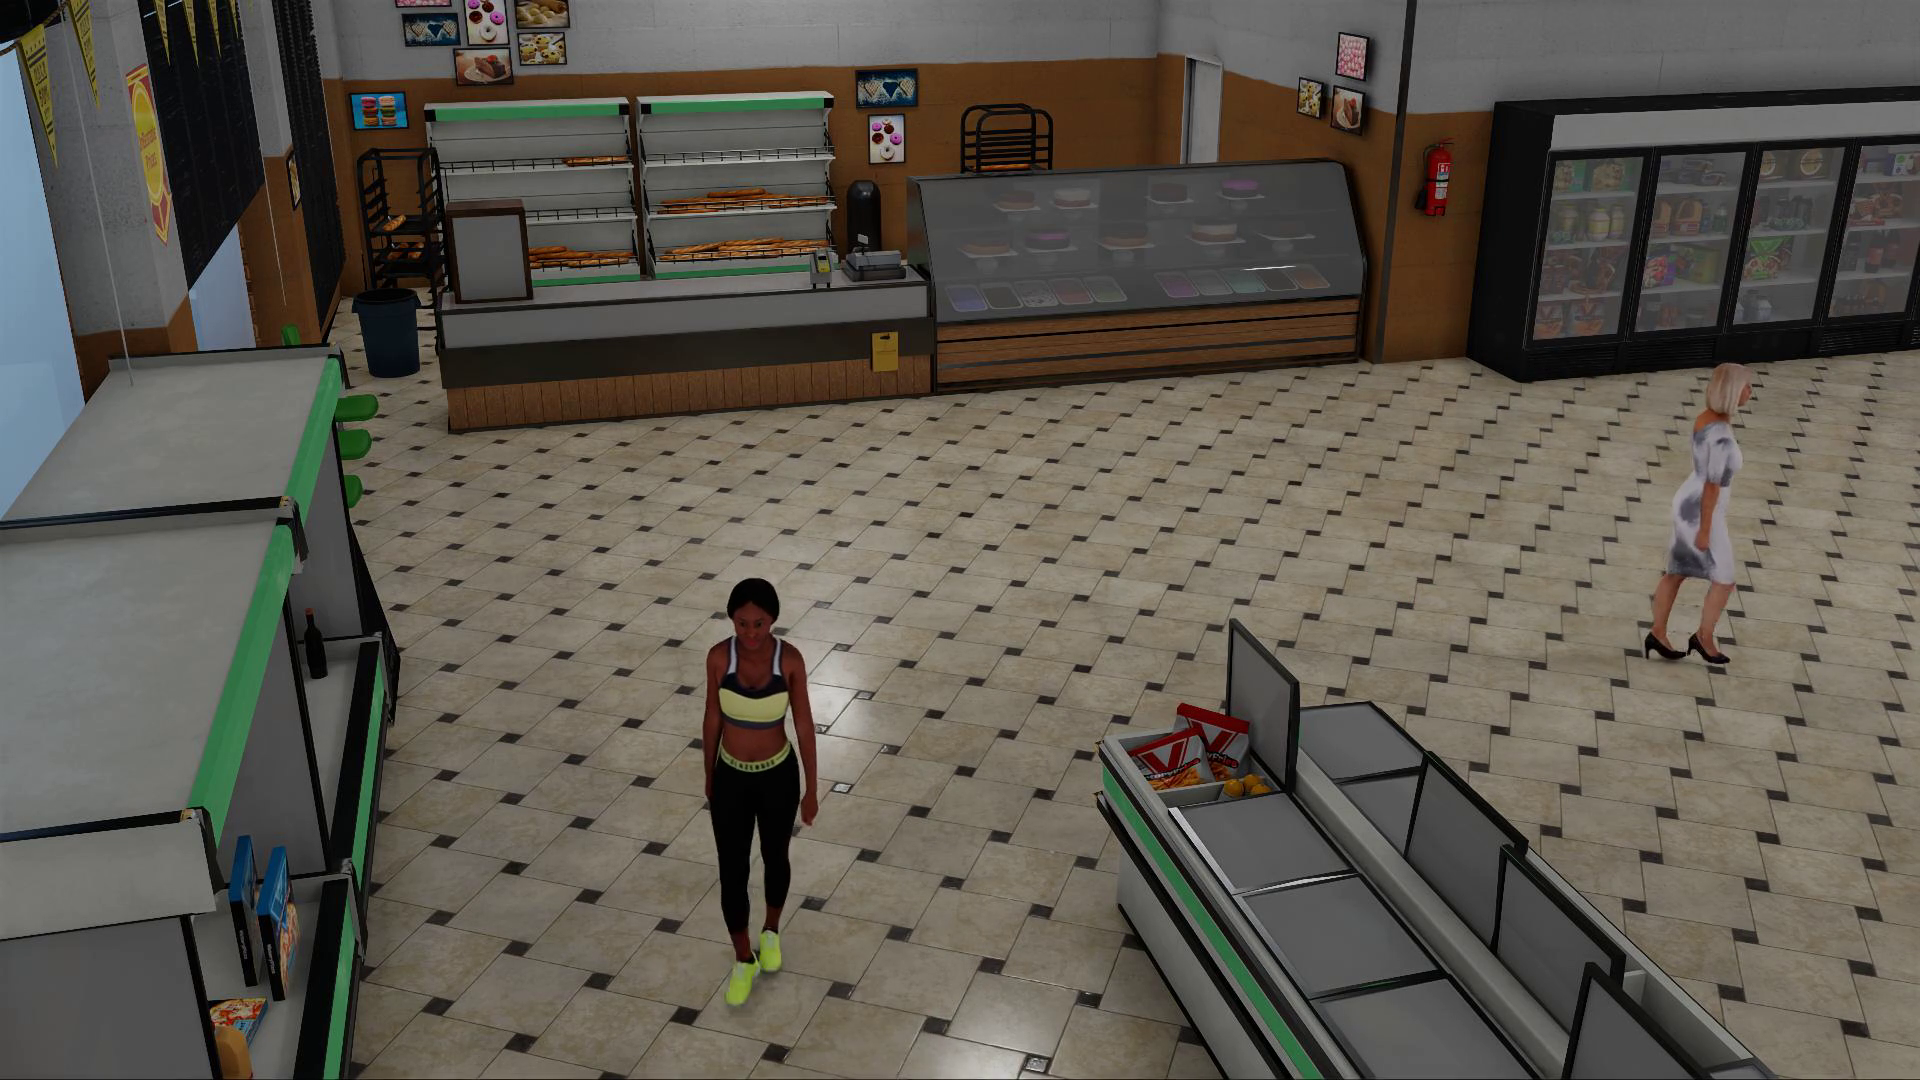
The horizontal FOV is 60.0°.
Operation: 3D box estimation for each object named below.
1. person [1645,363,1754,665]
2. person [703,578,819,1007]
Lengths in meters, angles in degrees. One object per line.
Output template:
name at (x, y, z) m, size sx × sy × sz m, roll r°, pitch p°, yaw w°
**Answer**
person at (3.992, -0.126, 9.155) m, size 0.757 × 1.734 × 0.708 m, roll 2°, pitch 22°, yaw 4°
person at (-0.788, 0.915, 6.561) m, size 0.700 × 1.737 × 0.807 m, roll 0°, pitch 22°, yaw -1°
